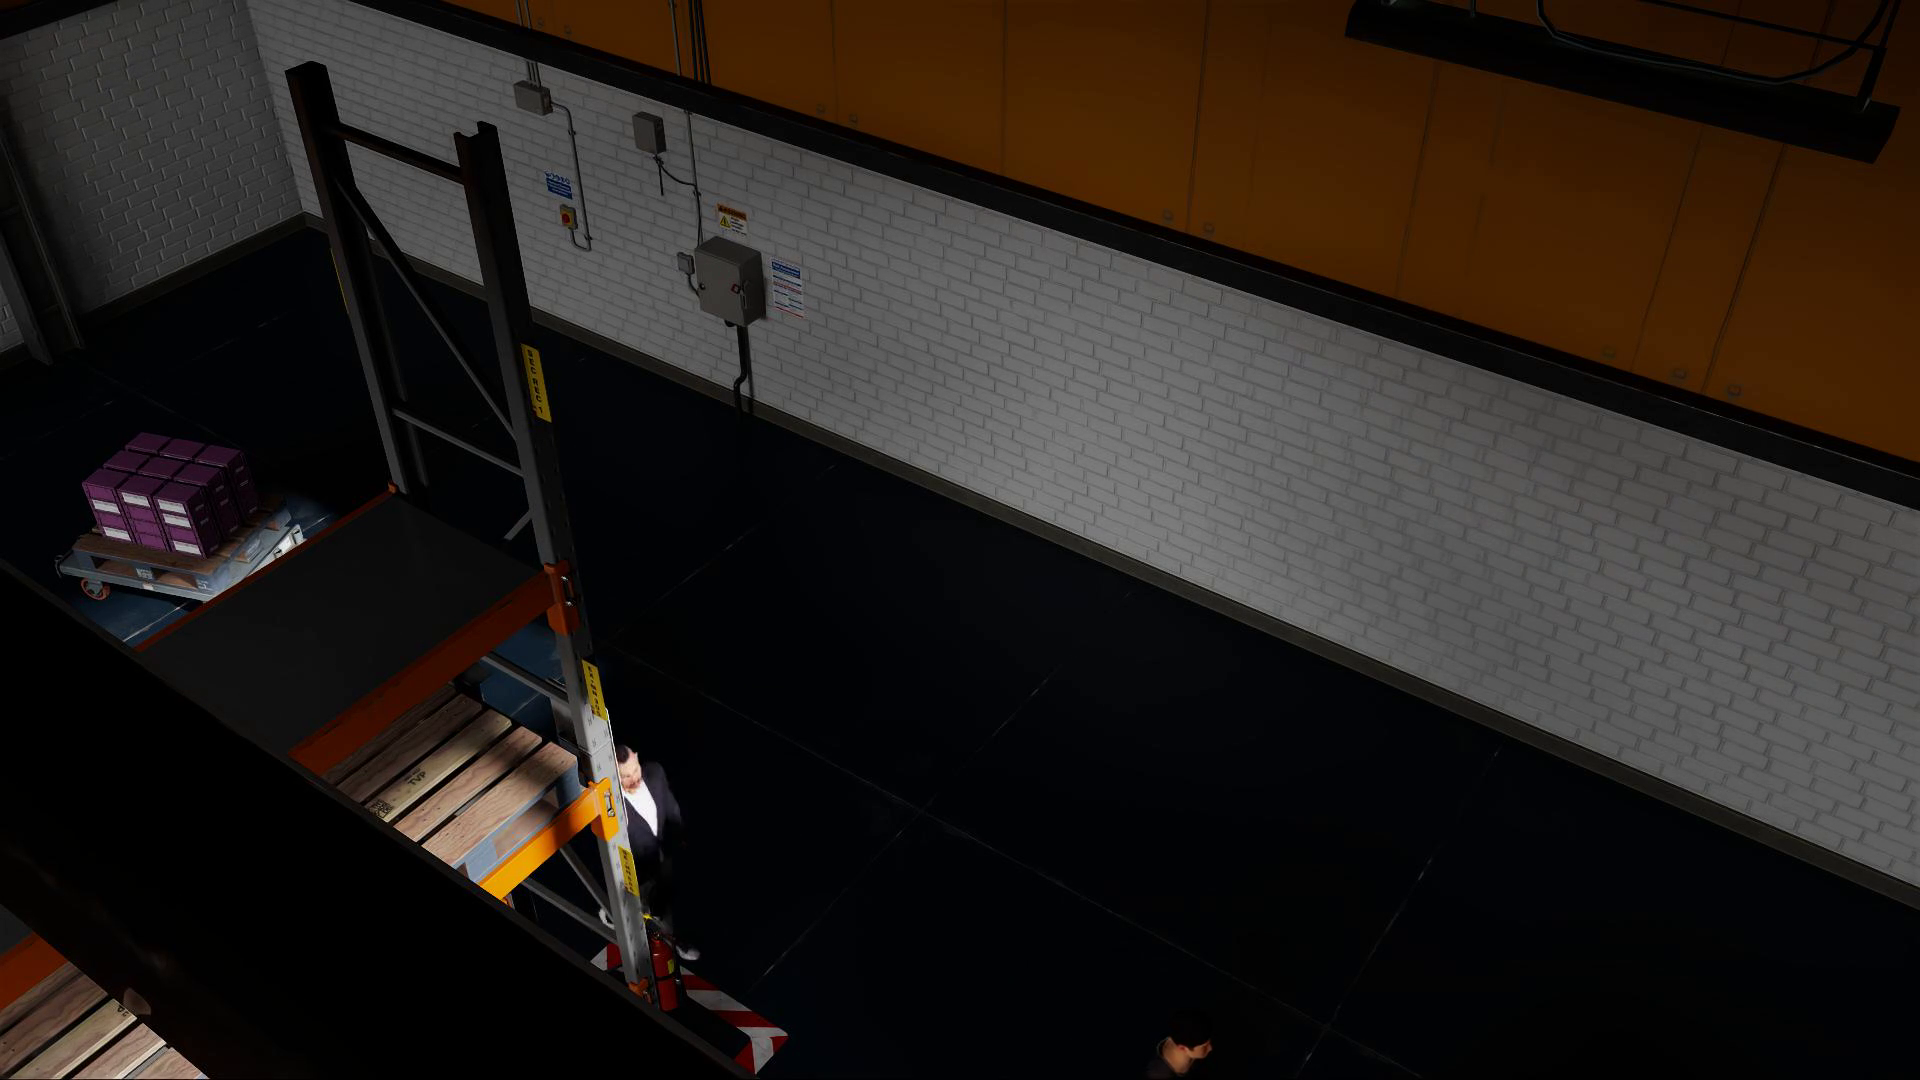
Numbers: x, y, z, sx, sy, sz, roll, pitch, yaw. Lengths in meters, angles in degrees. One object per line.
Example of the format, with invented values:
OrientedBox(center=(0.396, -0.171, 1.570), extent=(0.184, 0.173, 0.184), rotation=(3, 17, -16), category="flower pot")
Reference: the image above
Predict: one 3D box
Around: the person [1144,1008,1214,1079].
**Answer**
OrientedBox(center=(1.068, 2.928, 8.515), extent=(0.680, 1.711, 0.481), rotation=(20, 43, 23), category="person")

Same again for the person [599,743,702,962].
OrientedBox(center=(-1.936, 1.802, 9.748), extent=(0.858, 1.932, 0.830), rotation=(17, 42, 20), category="person")
